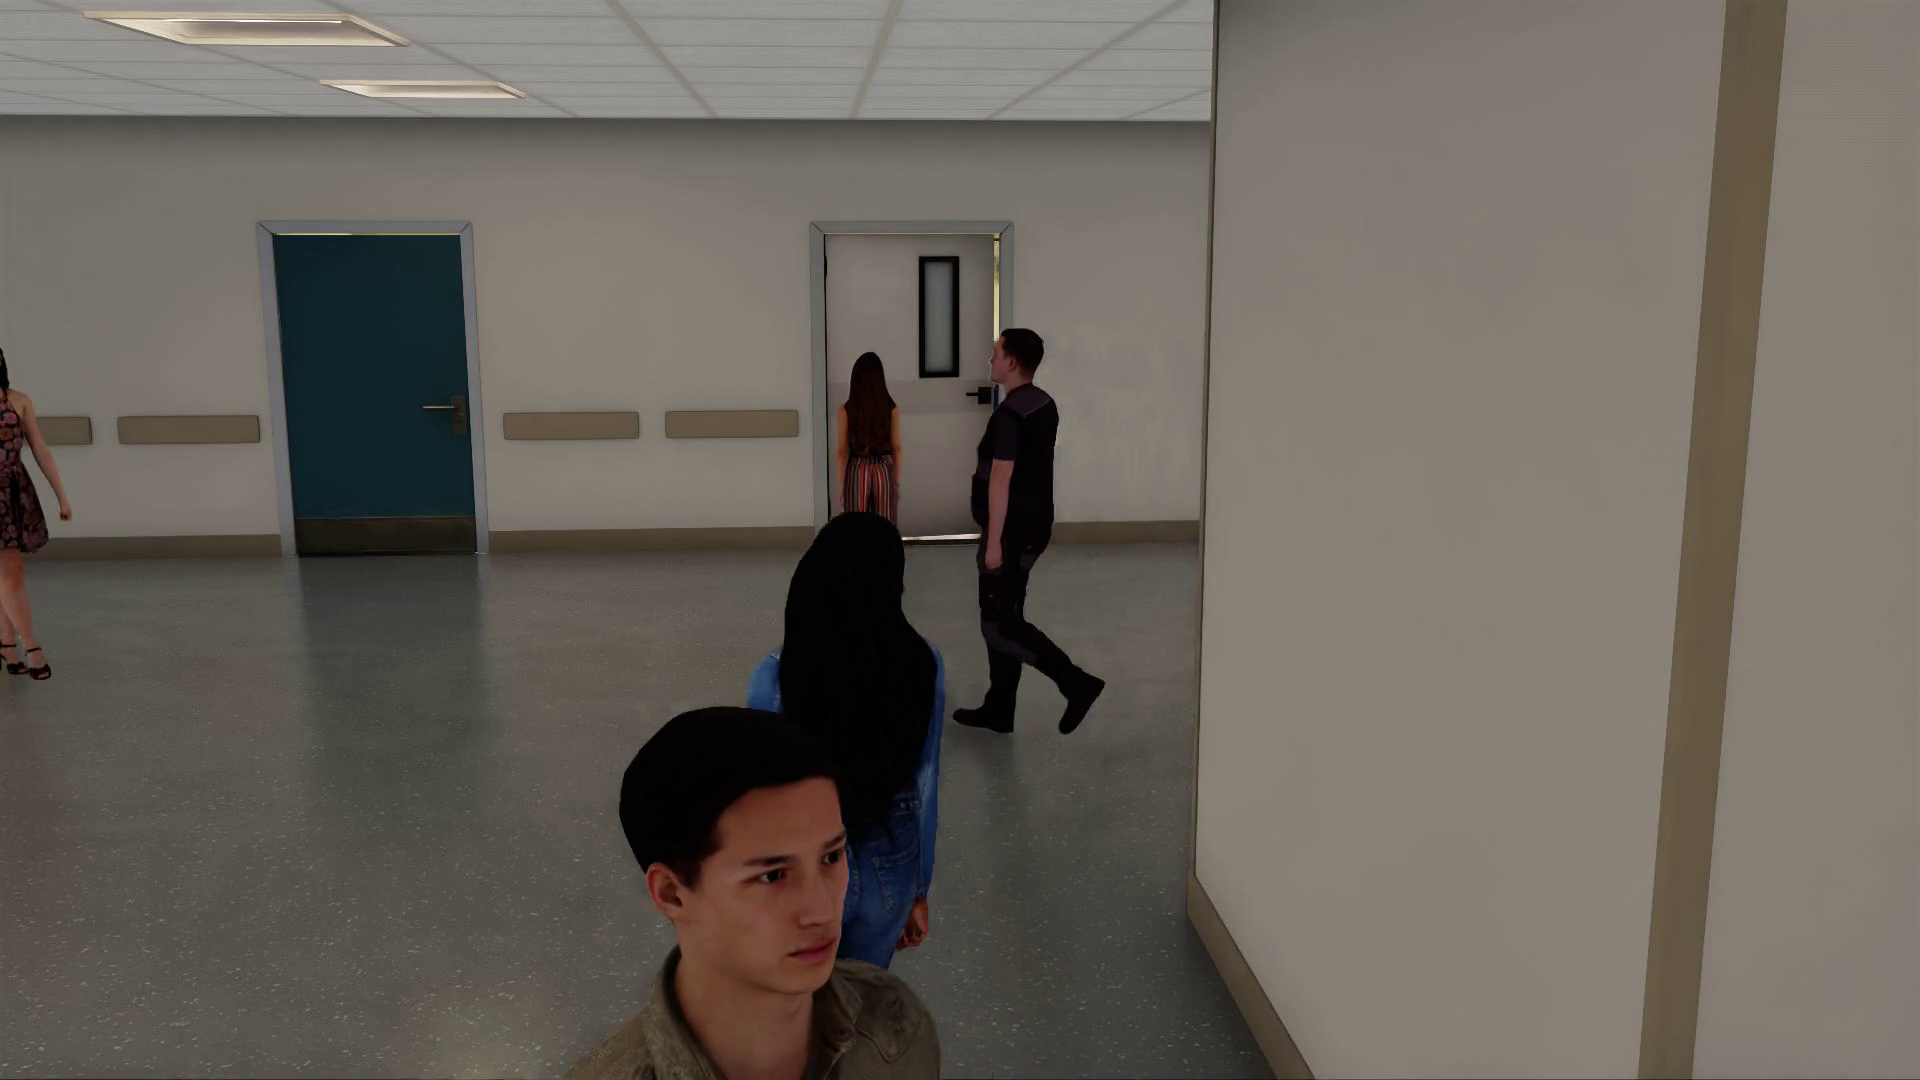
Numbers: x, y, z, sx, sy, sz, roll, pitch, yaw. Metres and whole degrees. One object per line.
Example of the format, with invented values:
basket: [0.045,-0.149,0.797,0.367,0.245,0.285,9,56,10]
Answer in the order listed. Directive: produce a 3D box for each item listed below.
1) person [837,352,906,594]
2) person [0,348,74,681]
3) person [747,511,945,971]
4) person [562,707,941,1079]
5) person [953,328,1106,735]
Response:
person: [-0.529,-0.338,9.817,0.486,1.562,0.633,-2,11,-11]
person: [-4.832,-0.139,8.276,0.965,1.747,0.907,7,13,34]
person: [-0.213,0.805,3.462,0.960,1.687,0.856,-5,12,-23]
person: [-0.292,1.068,1.728,1.248,1.816,1.223,10,15,43]
person: [0.310,0.000,7.324,1.100,1.829,0.952,3,11,17]
